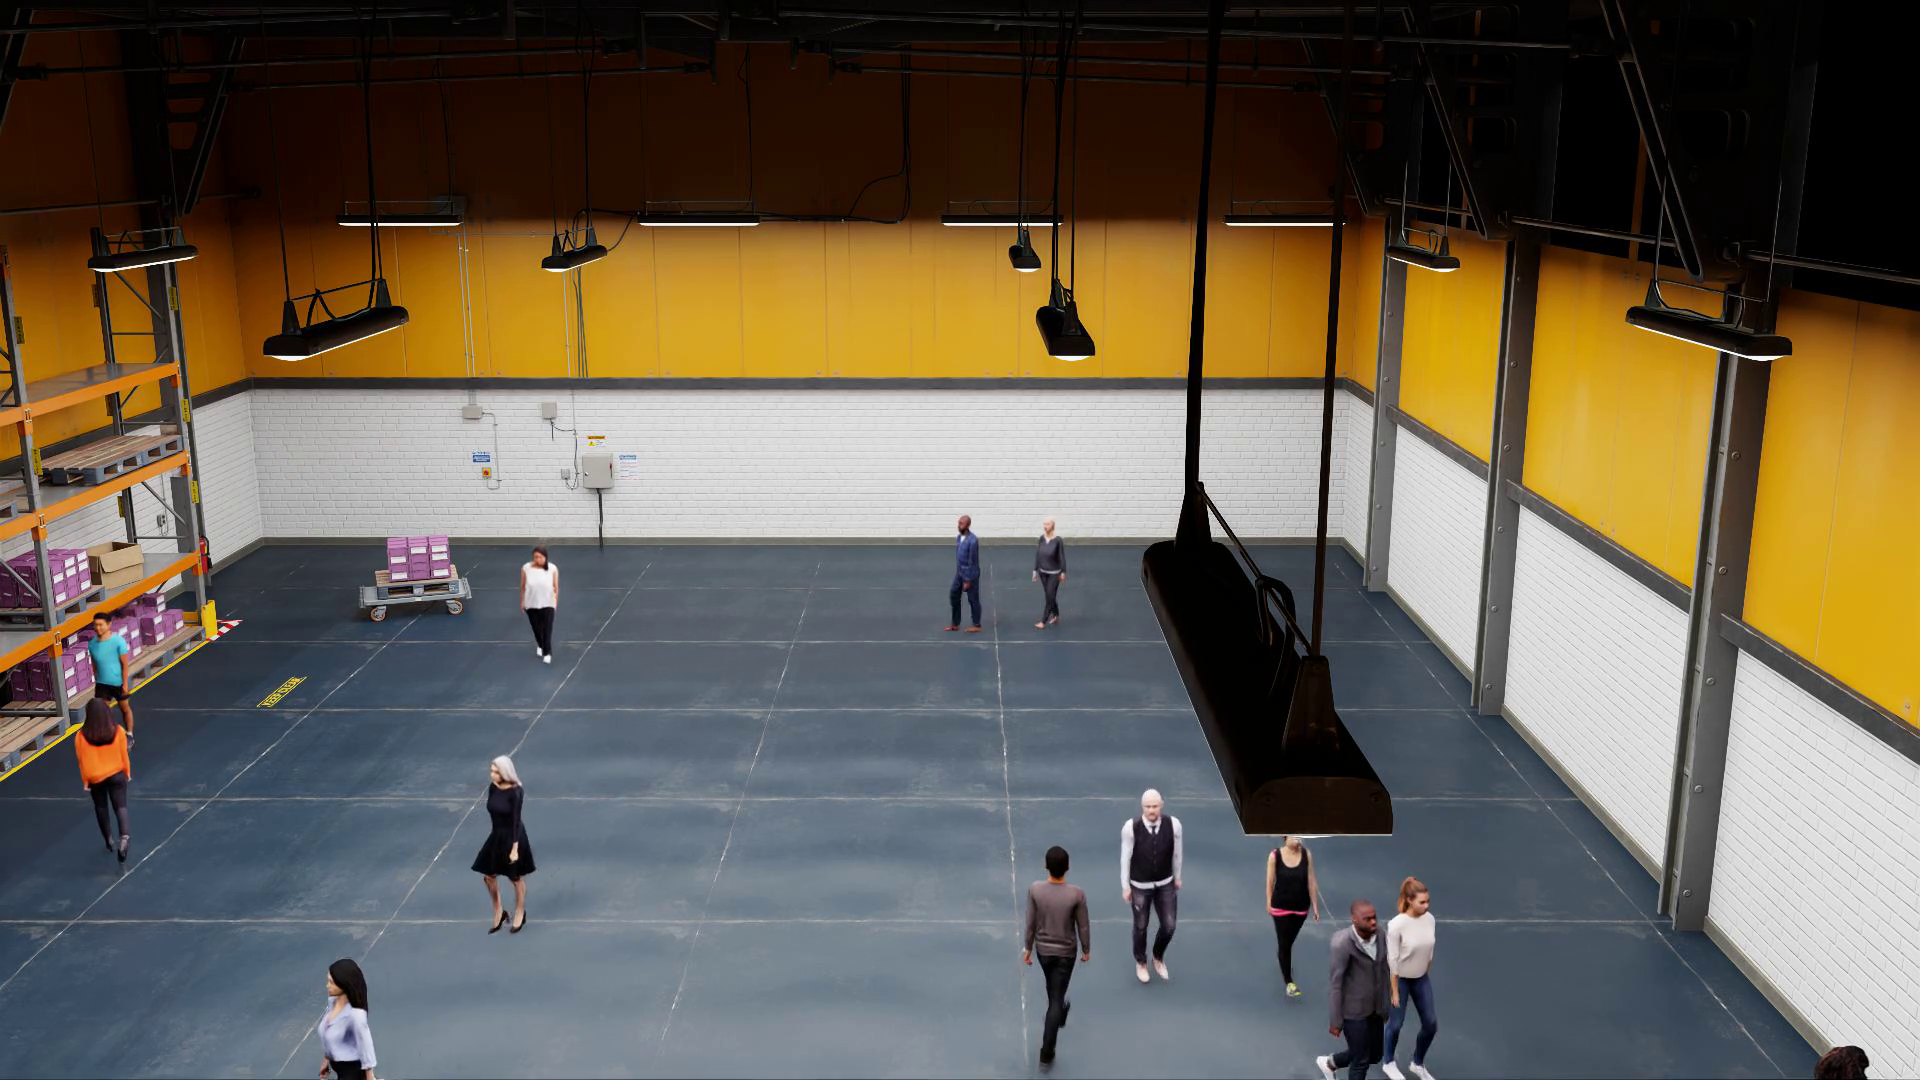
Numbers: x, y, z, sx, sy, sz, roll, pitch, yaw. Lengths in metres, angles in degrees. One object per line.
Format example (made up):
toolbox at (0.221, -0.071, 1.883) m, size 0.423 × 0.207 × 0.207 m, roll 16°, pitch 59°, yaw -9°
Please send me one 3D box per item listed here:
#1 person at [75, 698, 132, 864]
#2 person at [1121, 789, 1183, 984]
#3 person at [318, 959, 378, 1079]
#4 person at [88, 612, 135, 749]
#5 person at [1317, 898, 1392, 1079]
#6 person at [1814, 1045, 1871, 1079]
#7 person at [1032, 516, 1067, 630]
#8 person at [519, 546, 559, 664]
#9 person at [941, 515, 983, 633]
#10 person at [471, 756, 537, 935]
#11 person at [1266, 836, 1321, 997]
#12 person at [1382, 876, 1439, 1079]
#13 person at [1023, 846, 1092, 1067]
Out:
person at (-8.663, 2.458, 16.904) m, size 0.972 × 1.723 × 1.162 m, roll -8°, pitch 16°, yaw -30°
person at (1.658, 2.988, 14.549) m, size 0.739 × 1.801 × 0.672 m, roll -1°, pitch 14°, yaw -4°
person at (-4.177, 3.728, 11.694) m, size 1.158 × 1.706 × 1.162 m, roll -11°, pitch 17°, yaw -38°
person at (-10.133, 1.705, 19.976) m, size 0.676 × 1.739 × 1.064 m, roll -1°, pitch 14°, yaw -5°
person at (2.933, 3.496, 12.462) m, size 0.998 × 1.794 × 1.090 m, roll -9°, pitch 16°, yaw -32°
person at (5.683, 3.999, 10.761) m, size 0.691 × 1.617 × 0.750 m, roll 13°, pitch 19°, yaw 43°
person at (1.409, 0.472, 25.175) m, size 0.989 × 1.689 × 1.117 m, roll 10°, pitch 17°, yaw 35°
person at (-5.935, 0.893, 23.531) m, size 0.692 × 1.646 × 1.084 m, roll -1°, pitch 14°, yaw -2°
person at (0.180, 0.505, 24.811) m, size 0.998 × 1.796 × 0.963 m, roll -10°, pitch 17°, yaw -35°
person at (-4.135, 2.807, 15.433) m, size 0.751 × 1.737 × 0.827 m, roll 7°, pitch 15°, yaw 25°
person at (2.865, 3.144, 14.520) m, size 0.657 × 1.511 × 1.059 m, roll -2°, pitch 14°, yaw -9°
person at (3.430, 3.414, 12.984) m, size 0.713 × 1.708 × 0.743 m, roll -5°, pitch 14°, yaw -19°
person at (0.746, 3.340, 13.260) m, size 0.898 × 1.722 × 1.213 m, roll 3°, pitch 14°, yaw 12°
